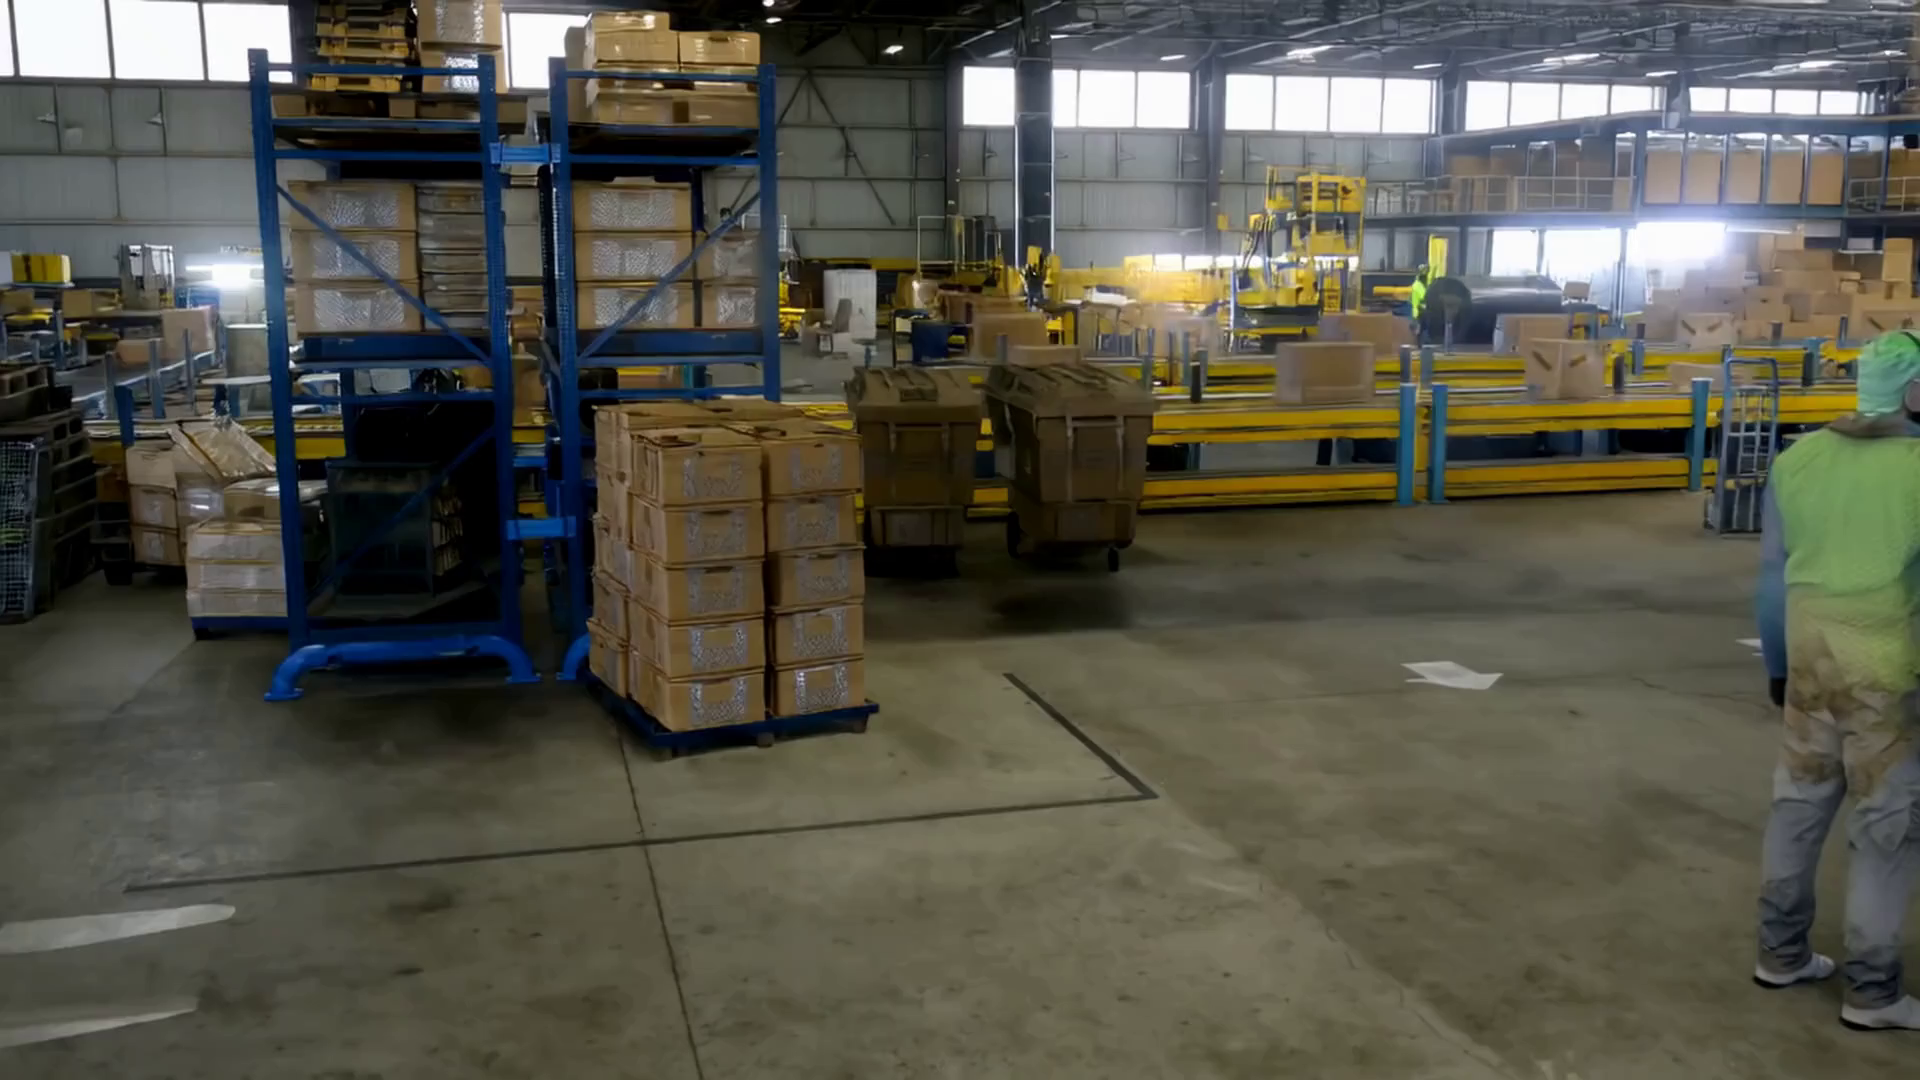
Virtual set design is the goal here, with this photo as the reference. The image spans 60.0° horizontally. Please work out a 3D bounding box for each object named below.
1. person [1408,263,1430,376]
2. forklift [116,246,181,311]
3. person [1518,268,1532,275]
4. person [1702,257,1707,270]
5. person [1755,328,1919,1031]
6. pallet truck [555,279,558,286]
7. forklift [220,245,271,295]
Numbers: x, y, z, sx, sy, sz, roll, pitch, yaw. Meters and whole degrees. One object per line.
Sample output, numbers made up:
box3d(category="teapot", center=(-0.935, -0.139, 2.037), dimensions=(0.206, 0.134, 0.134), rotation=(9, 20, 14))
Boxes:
box3d(category="person", center=(7.044, -3.305, 25.531), dimensions=(0.311, 1.869, 0.534), rotation=(5, 11, 25))
box3d(category="forklift", center=(-19.966, -6.232, 40.894), dimensions=(1.157, 1.987, 2.680), rotation=(-3, 10, -15))
box3d(category="person", center=(10.112, -4.024, 30.000), dimensions=(0.867, 1.725, 0.528), rotation=(9, 14, 42))
box3d(category="person", center=(19.420, -6.421, 43.239), dimensions=(0.585, 1.854, 0.905), rotation=(-1, 10, -4))
box3d(category="person", center=(2.511, 0.377, 4.579), dimensions=(0.401, 1.907, 0.646), rotation=(-4, 11, -19))
box3d(category="pallet truck", center=(-10.604, -6.375, 44.520), dimensions=(0.653, 1.274, 1.630), rotation=(-3, 10, -15))
box3d(category="forklift", center=(-17.749, -6.334, 41.440), dimensions=(1.157, 1.987, 2.680), rotation=(-3, 10, -17))
